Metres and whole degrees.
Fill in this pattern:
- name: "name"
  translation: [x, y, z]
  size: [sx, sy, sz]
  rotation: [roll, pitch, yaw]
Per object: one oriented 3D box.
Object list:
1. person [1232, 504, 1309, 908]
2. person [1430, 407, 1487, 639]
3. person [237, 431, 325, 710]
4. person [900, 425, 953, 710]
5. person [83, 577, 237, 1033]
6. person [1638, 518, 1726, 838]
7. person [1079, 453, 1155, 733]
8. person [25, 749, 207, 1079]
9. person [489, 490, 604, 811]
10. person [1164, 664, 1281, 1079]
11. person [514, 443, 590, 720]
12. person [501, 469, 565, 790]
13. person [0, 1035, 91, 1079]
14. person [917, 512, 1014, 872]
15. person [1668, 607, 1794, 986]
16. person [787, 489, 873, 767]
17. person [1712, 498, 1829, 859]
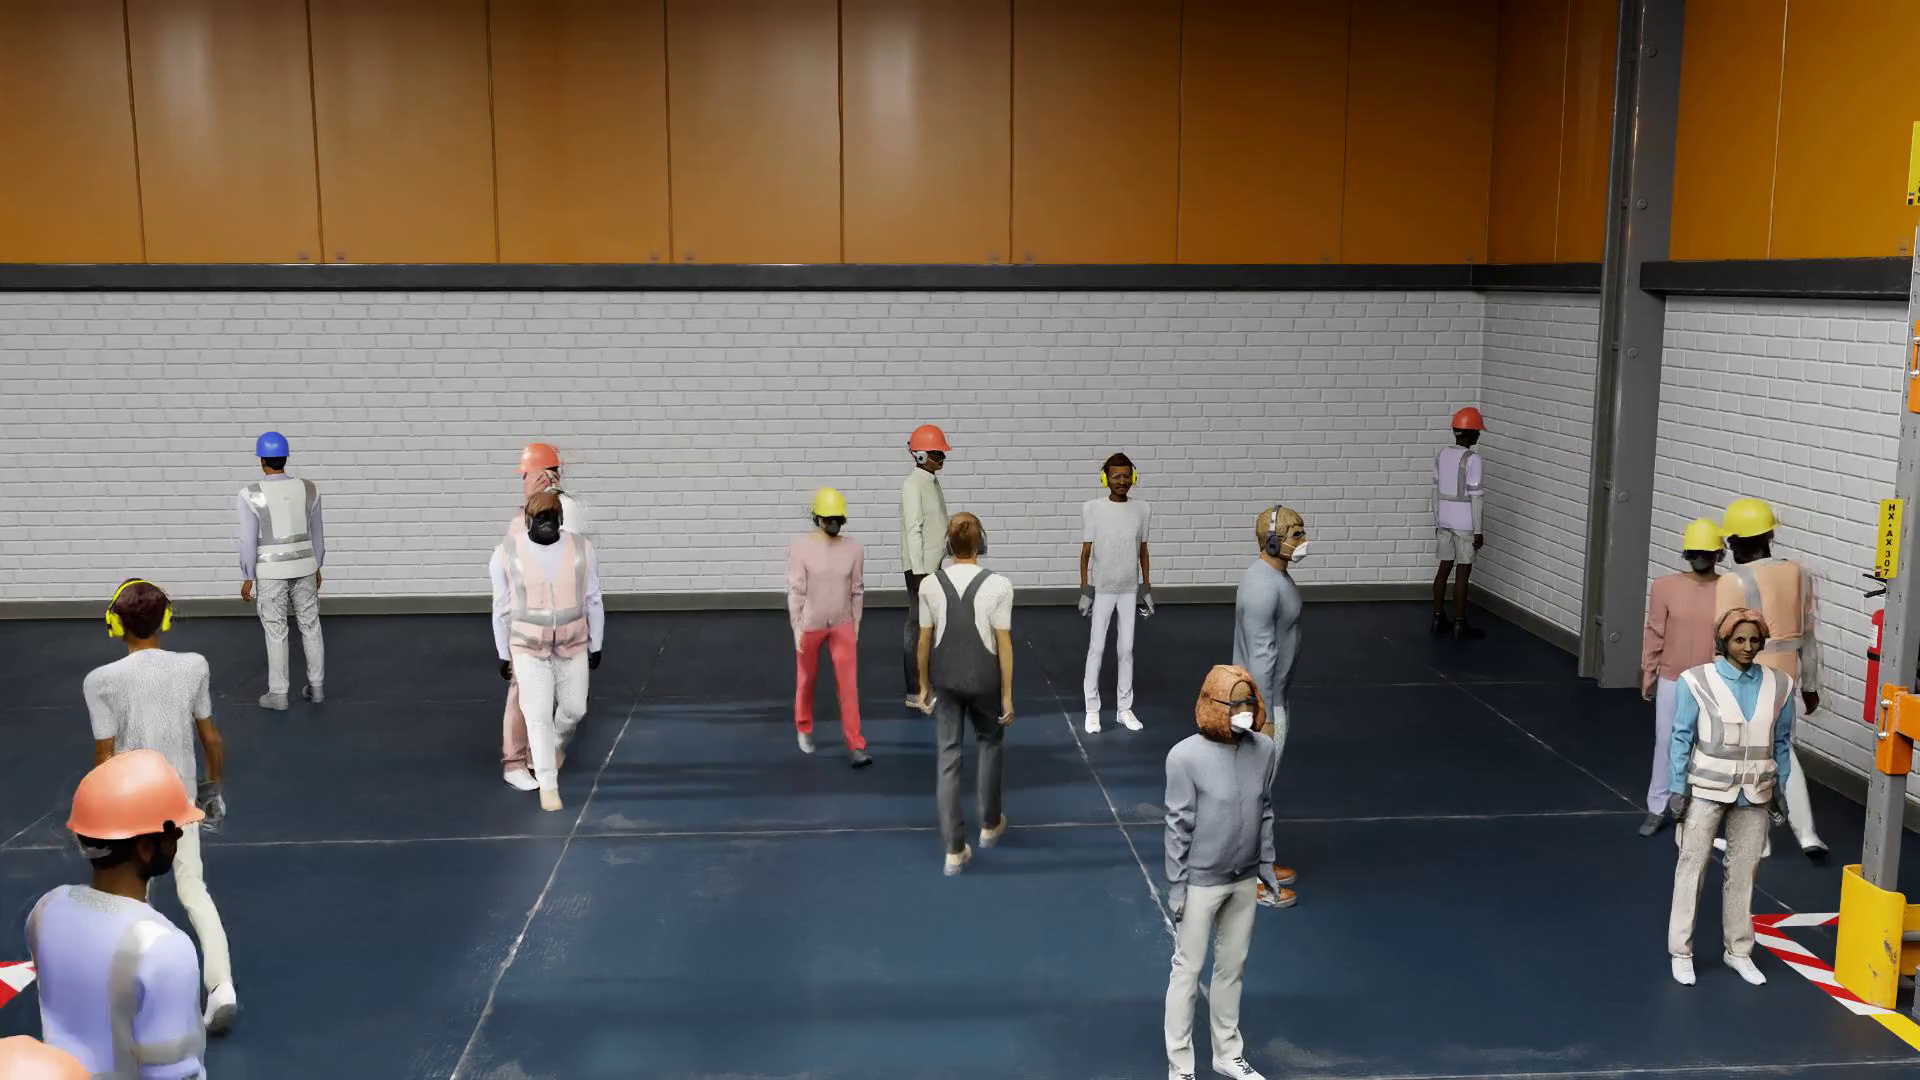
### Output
- name: "person"
  translation: [1.498, 0.785, 8.106]
  size: [0.376, 1.940, 0.629]
  rotation: [2, 9, 15]
- name: "person"
  translation: [4.205, -0.145, 13.952]
  size: [0.366, 1.935, 0.552]
  rotation: [-4, 10, -24]
- name: "person"
  translation: [-4.750, 0.213, 11.666]
  size: [0.397, 1.949, 0.603]
  rotation: [8, 12, 43]
- name: "person"
  translation: [-0.235, 0.181, 11.723]
  size: [0.382, 1.995, 0.612]
  rotation: [2, 9, 11]
- name: "person"
  translation: [-3.214, 1.061, 6.720]
  size: [0.918, 1.837, 0.528]
  rotation: [9, 12, 43]
- name: "person"
  translation: [3.905, 0.753, 8.854]
  size: [0.532, 1.765, 0.331]
  rotation: [5, 11, 30]
- name: "person"
  translation: [1.045, 0.348, 11.065]
  size: [0.520, 1.873, 0.328]
  rotation: [-2, 9, -12]
- name: "person"
  translation: [-2.034, 1.453, 4.011]
  size: [0.543, 1.912, 0.899]
  rotation: [4, 10, 24]
- name: "person"
  translation: [-2.391, 0.599, 9.655]
  size: [0.631, 1.822, 0.722]
  rotation: [-4, 10, -24]
- name: "person"
  translation: [0.963, 1.254, 6.113]
  size: [0.498, 1.634, 0.278]
  rotation: [-5, 10, -30]
- name: "person"
  translation: [-2.775, 0.297, 11.244]
  size: [0.424, 1.909, 0.563]
  rotation: [-6, 11, -34]
- name: "person"
  translation: [-2.542, 0.526, 9.931]
  size: [0.479, 1.880, 0.727]
  rotation: [-3, 9, -16]
- name: "person"
  translation: [-1.338, 1.682, 2.509]
  size: [0.543, 1.928, 0.374]
  rotation: [-5, 10, -29]
- name: "person"
  translation: [0.049, 0.753, 8.678]
  size: [0.531, 1.813, 0.850]
  rotation: [2, 9, 12]
- name: "person"
  translation: [3.284, 1.092, 7.117]
  size: [0.520, 1.640, 0.307]
  rotation: [0, 9, -1]
- name: "person"
  translation: [-0.814, 0.546, 10.304]
  size: [0.542, 1.722, 0.922]
  rotation: [-4, 10, -23]
- name: "person"
  translation: [4.162, 0.735, 8.575]
  size: [0.640, 1.891, 0.596]
  rotation: [-3, 10, -21]
